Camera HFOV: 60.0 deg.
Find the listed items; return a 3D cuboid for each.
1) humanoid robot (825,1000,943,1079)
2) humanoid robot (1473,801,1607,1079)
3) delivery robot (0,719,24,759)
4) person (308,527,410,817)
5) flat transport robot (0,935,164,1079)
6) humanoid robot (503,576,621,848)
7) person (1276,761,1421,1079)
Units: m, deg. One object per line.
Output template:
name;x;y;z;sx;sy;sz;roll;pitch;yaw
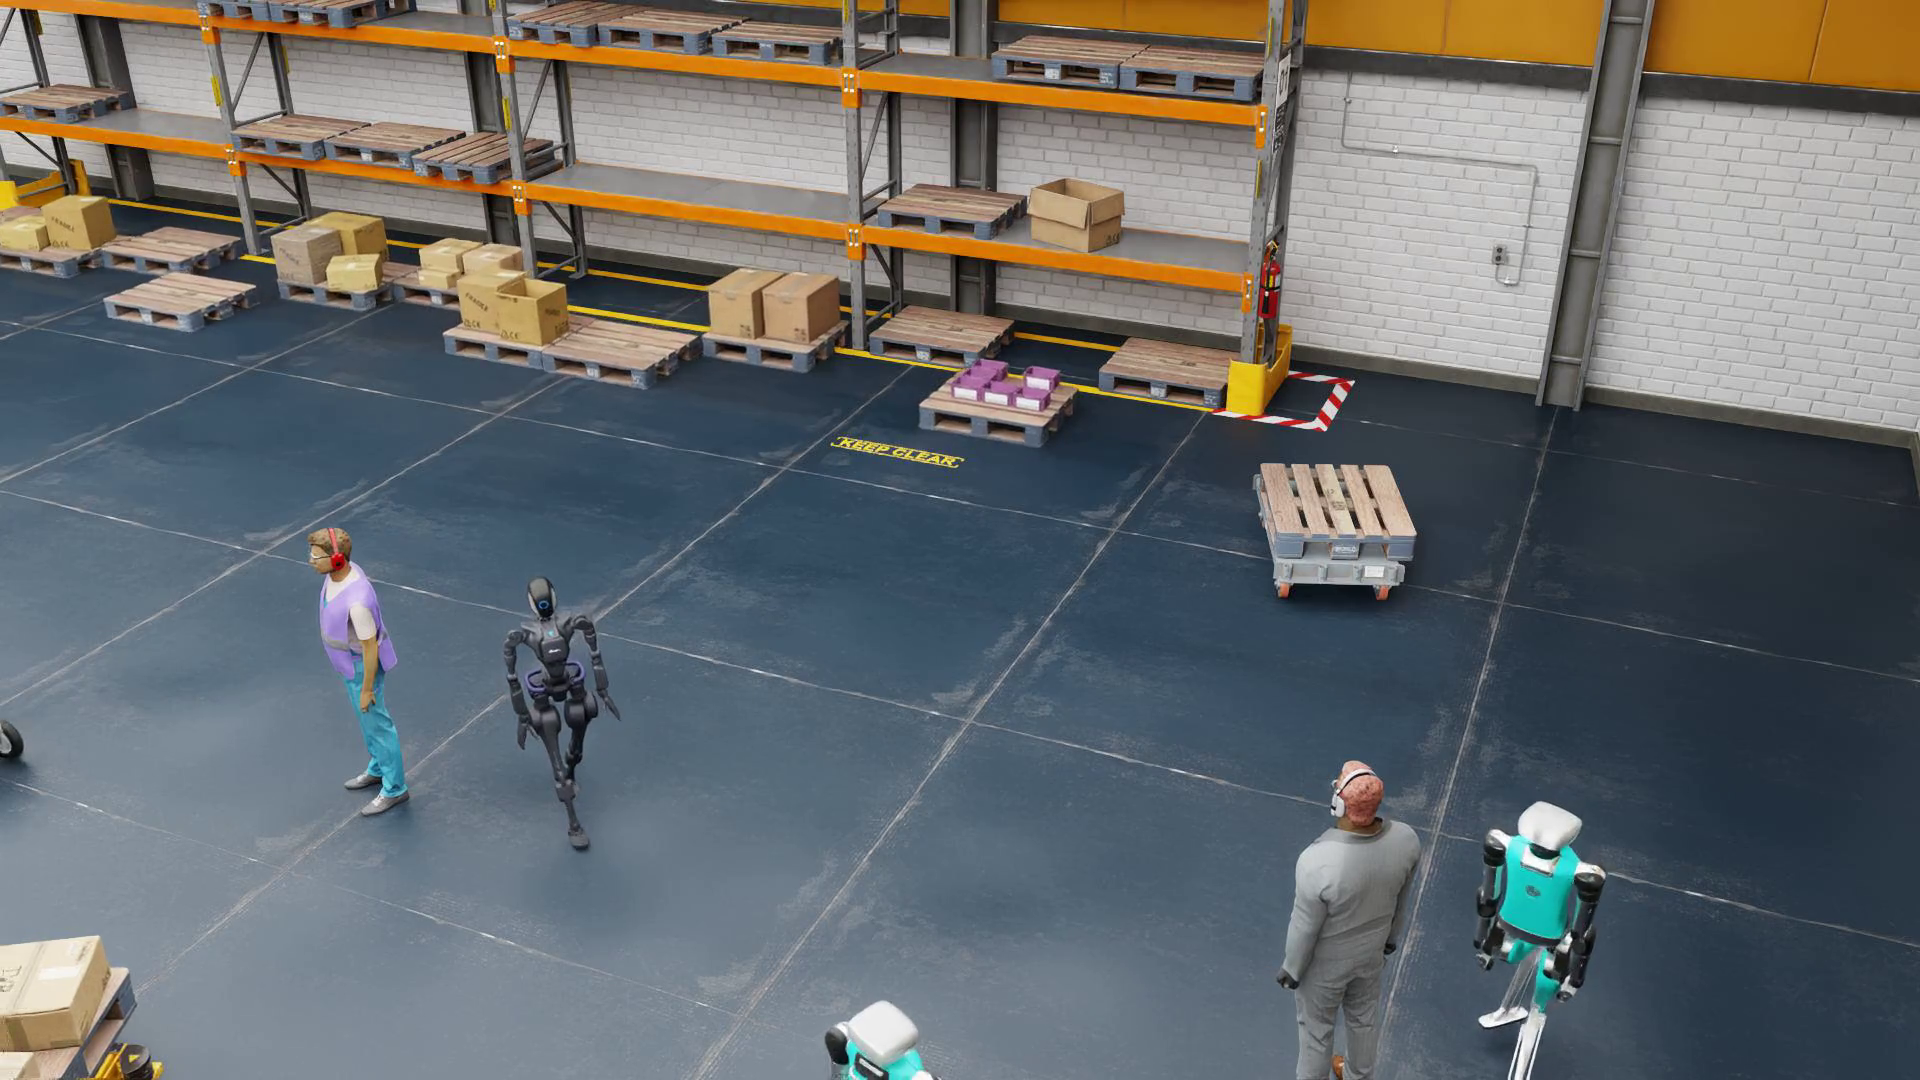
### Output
humanoid robot;-0.451;2.602;6.328;0.557;1.756;1.047;20;34;34
humanoid robot;2.712;1.846;7.764;0.531;1.719;1.047;18;32;31
delivery robot;-6.266;1.211;10.285;0.778;0.607;0.499;9;29;18
person;-3.512;0.751;9.755;0.390;1.846;0.562;-16;31;-29
flat transport robot;-4.584;2.664;7.767;1.431;0.231;0.659;0;27;0
humanoid robot;-2.301;0.930;9.656;0.600;1.631;0.793;-12;30;-23
person;1.723;1.837;7.584;0.649;1.906;0.405;-12;30;-22
